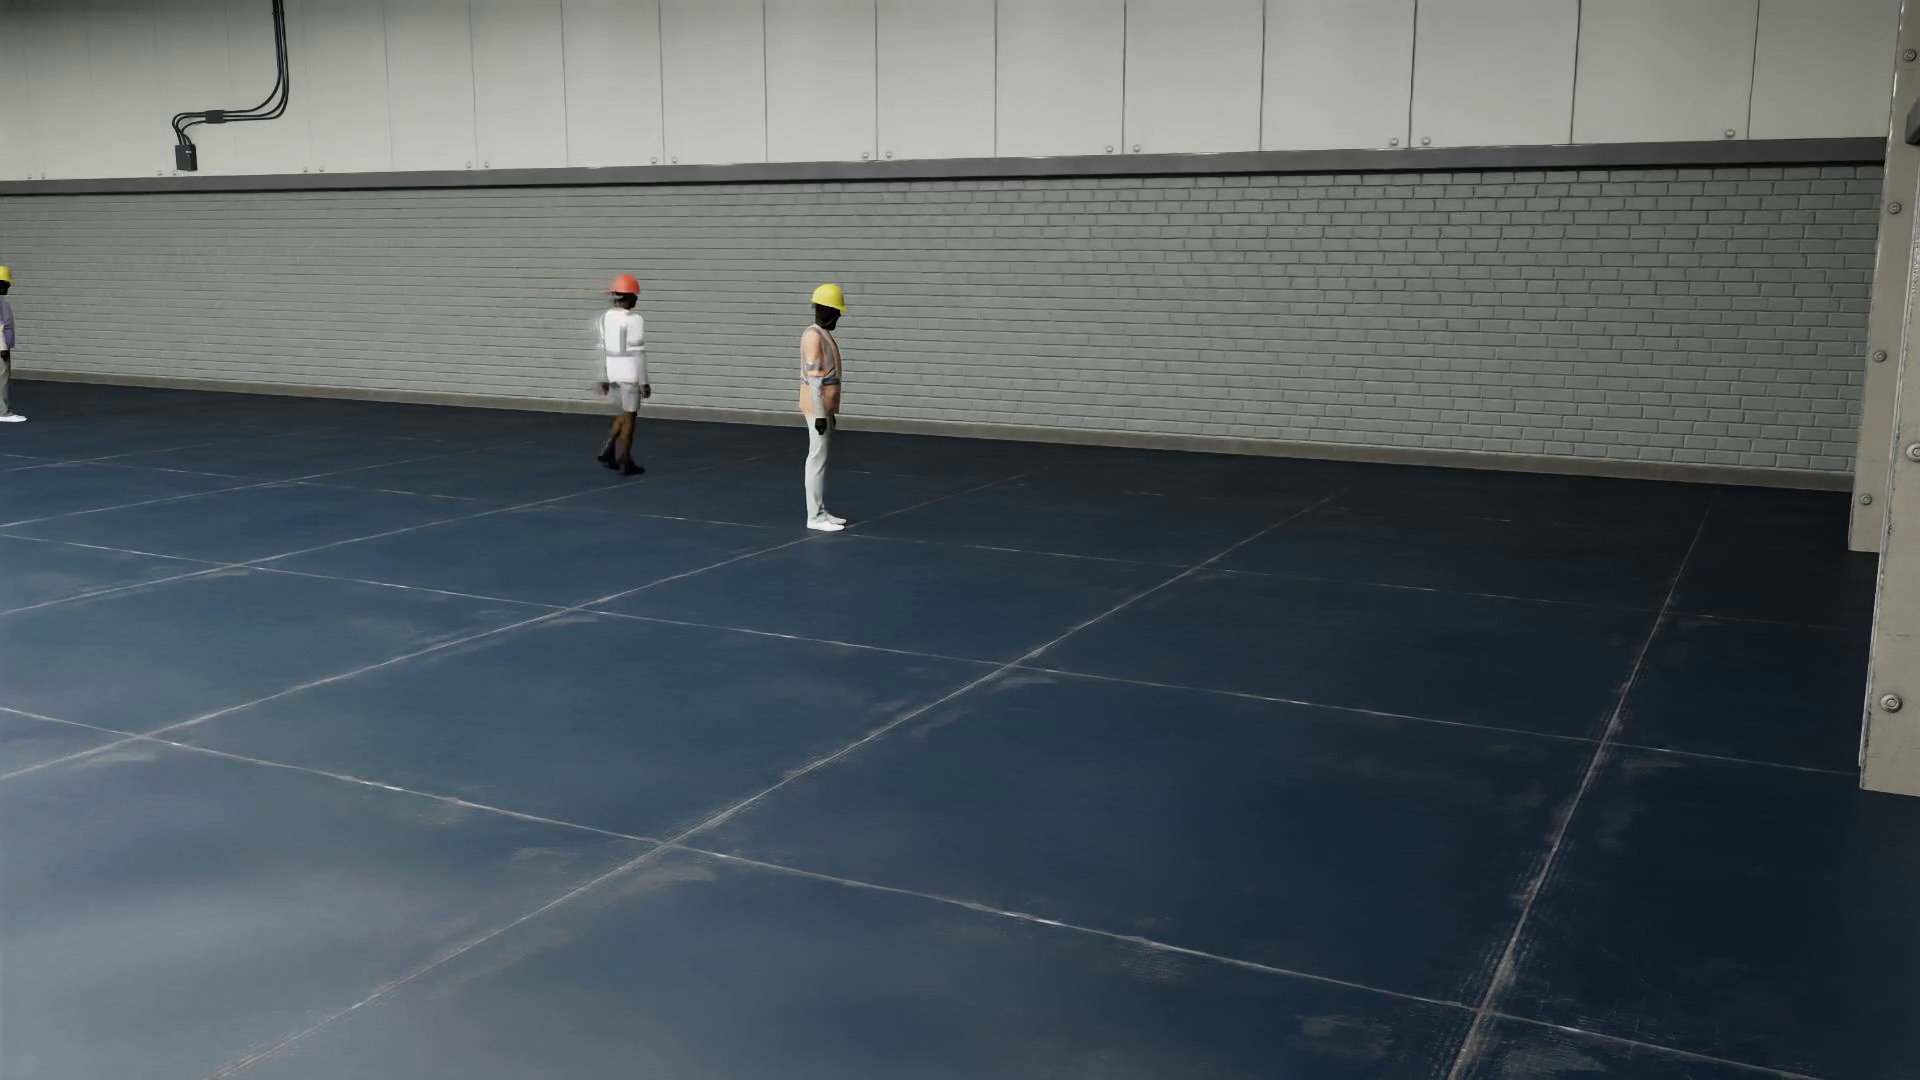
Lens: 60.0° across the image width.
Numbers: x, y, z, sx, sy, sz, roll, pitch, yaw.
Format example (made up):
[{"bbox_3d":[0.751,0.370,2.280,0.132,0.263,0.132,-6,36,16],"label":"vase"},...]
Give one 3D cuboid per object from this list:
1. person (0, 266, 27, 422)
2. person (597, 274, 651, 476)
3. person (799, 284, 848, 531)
[{"bbox_3d":[-11.809,-2.413,20.537,0.377,1.918,0.585,-6,12,-30],"label":"person"},{"bbox_3d":[-3.189,-1.570,15.912,0.554,1.922,0.419,10,14,42],"label":"person"},{"bbox_3d":[-1.060,-1.033,13.014,0.381,1.918,0.585,0,10,1],"label":"person"}]
